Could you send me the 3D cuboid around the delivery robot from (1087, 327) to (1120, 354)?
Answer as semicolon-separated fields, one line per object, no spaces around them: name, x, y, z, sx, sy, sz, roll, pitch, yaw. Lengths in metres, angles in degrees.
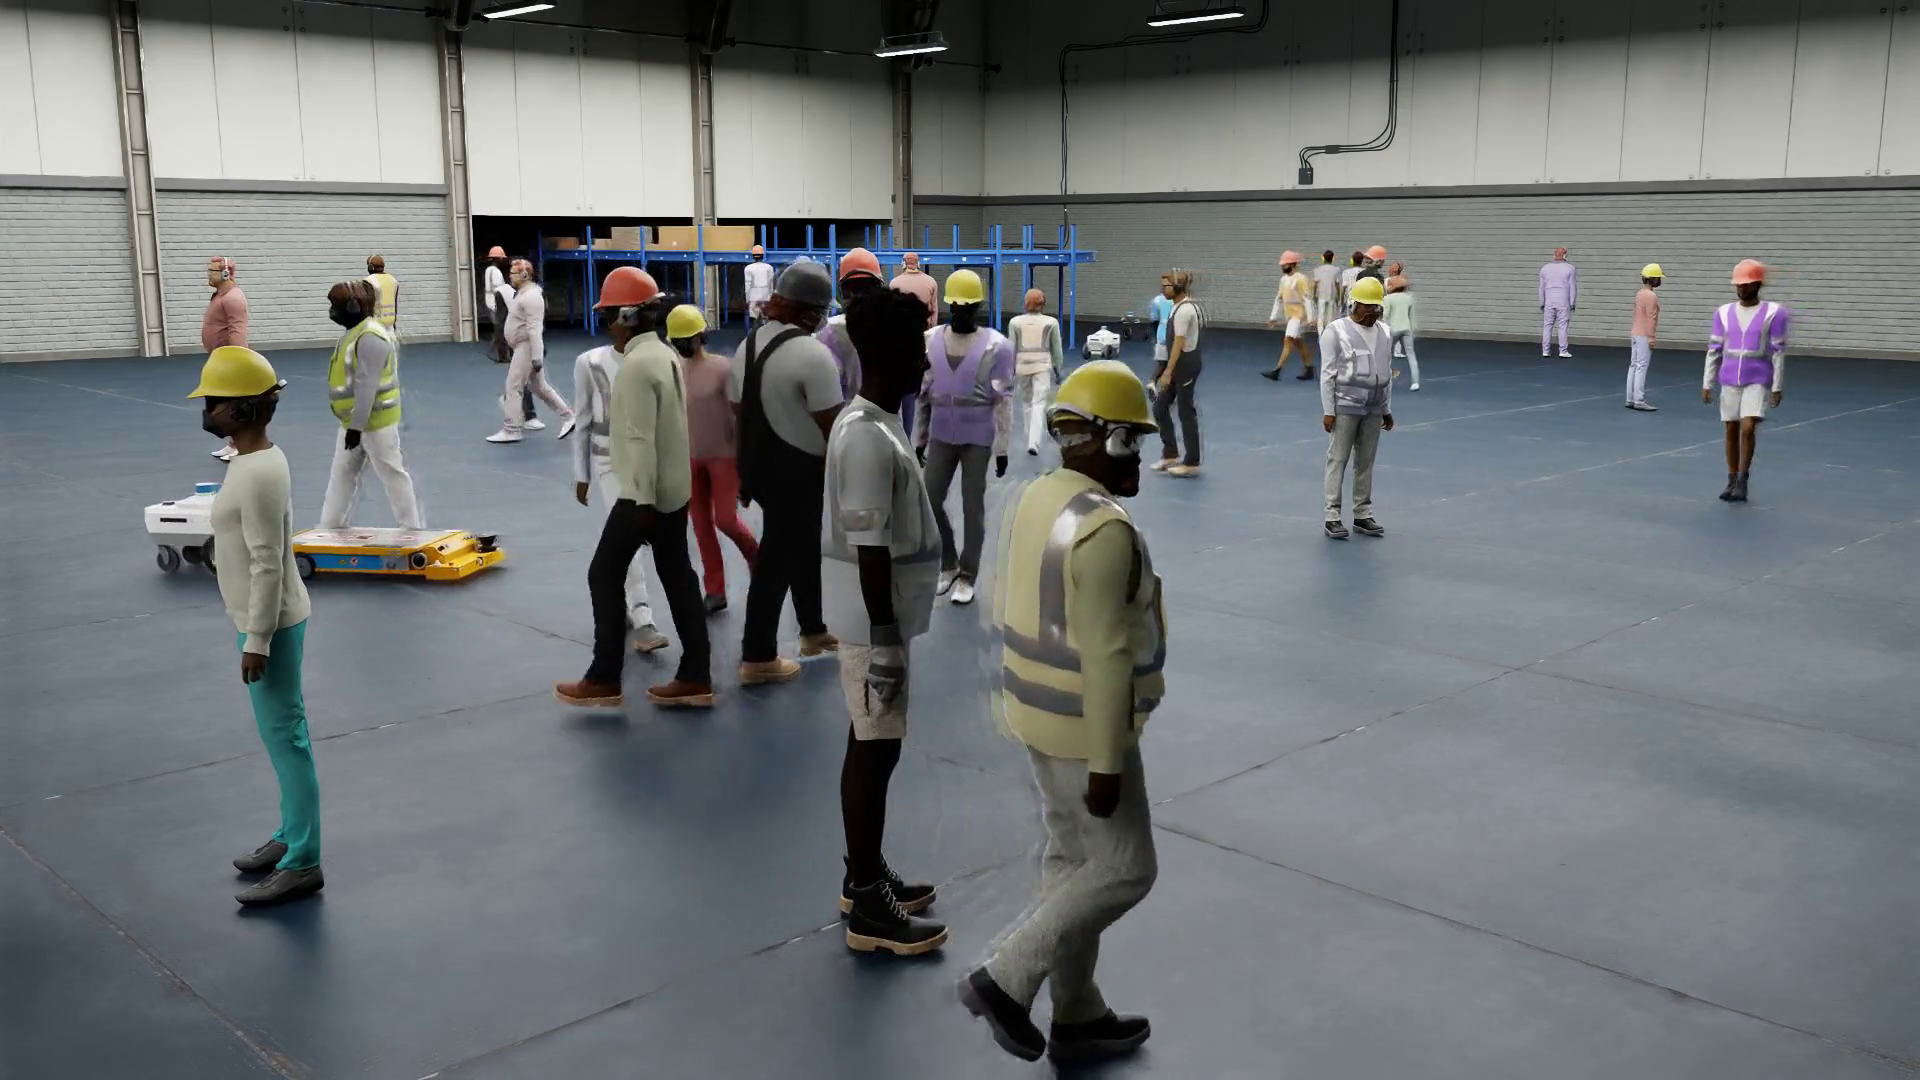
delivery robot;2.480;-3.446;28.732;0.477;0.478;0.707;6;12;30

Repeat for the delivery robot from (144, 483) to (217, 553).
delivery robot;-4.805;-0.122;10.610;0.707;0.478;0.477;1;11;8

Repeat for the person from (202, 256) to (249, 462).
person;-6.928;-1.712;15.716;0.409;1.913;0.642;-7;12;-33

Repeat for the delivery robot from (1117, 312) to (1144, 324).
delivery robot;3.485;-4.545;34.019;0.335;0.223;0.698;-6;12;-28

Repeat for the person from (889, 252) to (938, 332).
person;-0.597;-2.637;20.785;0.639;1.905;0.407;-4;11;-19

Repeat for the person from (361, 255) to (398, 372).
person;-7.957;-2.971;22.769;0.429;1.842;0.633;4;11;19

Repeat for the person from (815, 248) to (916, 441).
person;-0.534;-0.592;9.262;0.608;2.039;0.395;-6;12;-28

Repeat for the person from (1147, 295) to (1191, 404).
person;2.616;-2.522;20.789;0.538;1.674;0.727;6;12;32

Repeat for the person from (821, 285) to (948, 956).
person;-0.232;0.230;4.979;0.364;1.965;0.609;-1;10;-5

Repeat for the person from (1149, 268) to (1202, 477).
person;1.877;-1.468;14.620;0.597;1.820;0.513;-1;10;-3

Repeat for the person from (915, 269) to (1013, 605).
person;0.013;-0.588;9.558;0.622;1.914;0.403;4;11;21

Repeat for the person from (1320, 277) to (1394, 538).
person;2.811;-0.936;11.725;0.588;1.823;0.403;-5;11;-23

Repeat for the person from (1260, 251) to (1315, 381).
person;4.838;-3.267;24.307;1.006;1.876;0.573;-4;11;-20

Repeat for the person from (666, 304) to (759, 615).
person;-1.390;-0.460;9.340;0.571;1.733;0.545;5;12;25

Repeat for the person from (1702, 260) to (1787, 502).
person;6.175;-1.251;13.187;0.565;1.912;0.660;10;14;42

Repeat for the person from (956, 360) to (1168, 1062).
person;0.279;0.450;4.206;0.521;1.804;0.589;-3;11;-17

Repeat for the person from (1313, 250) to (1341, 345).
person;6.948;-4.565;31.473;0.515;1.844;0.642;2;11;12

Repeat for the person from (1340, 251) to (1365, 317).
person;6.806;-4.038;28.597;0.514;1.844;0.697;2;11;11

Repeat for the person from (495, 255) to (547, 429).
person;-4.868;-2.190;18.373;0.740;1.894;0.600;8;13;37

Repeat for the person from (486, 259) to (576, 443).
person;-4.408;-1.953;17.126;0.939;1.871;0.646;-3;11;-17

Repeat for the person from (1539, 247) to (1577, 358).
person;10.391;-4.124;28.881;0.636;1.911;0.406;9;13;39

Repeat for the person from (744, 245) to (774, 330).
person;-3.628;-4.348;30.030;0.547;1.934;0.376;-4;11;-21

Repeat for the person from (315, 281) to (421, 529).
person;-3.947;-0.753;10.755;0.902;1.799;0.645;-7;13;-35

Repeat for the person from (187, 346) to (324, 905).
person;-2.241;0.268;5.320;0.312;1.768;0.522;-4;11;-22

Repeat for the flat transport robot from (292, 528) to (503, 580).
flat transport robot;-3.723;0.074;10.572;1.431;0.197;0.652;2;10;8

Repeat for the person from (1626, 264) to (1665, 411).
person;8.334;-2.464;20.209;0.328;1.769;0.526;1;10;4

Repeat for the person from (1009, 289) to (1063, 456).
person;0.724;-1.635;16.153;0.529;1.597;0.844;2;11;13

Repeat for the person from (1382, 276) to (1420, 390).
person;6.031;-2.856;22.938;0.513;1.542;0.987;-4;11;-19

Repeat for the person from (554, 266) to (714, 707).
person;-1.495;-0.220;7.410;0.827;1.962;0.665;1;10;7

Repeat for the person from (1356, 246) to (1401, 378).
person;5.943;-3.174;23.616;0.901;1.951;0.639;-3;11;-14

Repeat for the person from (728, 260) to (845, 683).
person;-0.723;-0.339;7.991;0.914;2.000;0.701;-7;13;-35

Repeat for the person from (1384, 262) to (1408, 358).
person;7.524;-3.982;28.830;0.311;1.642;0.512;-9;14;-40

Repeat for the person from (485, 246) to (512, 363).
person;-7.705;-3.920;27.707;0.389;1.934;0.574;-6;12;-31

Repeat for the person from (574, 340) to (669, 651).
person;-1.714;-0.386;8.735;0.582;1.829;1.000;-7;12;-32

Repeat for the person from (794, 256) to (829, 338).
person;-1.815;-2.291;18.955;0.621;1.887;1.058;2;11;13
